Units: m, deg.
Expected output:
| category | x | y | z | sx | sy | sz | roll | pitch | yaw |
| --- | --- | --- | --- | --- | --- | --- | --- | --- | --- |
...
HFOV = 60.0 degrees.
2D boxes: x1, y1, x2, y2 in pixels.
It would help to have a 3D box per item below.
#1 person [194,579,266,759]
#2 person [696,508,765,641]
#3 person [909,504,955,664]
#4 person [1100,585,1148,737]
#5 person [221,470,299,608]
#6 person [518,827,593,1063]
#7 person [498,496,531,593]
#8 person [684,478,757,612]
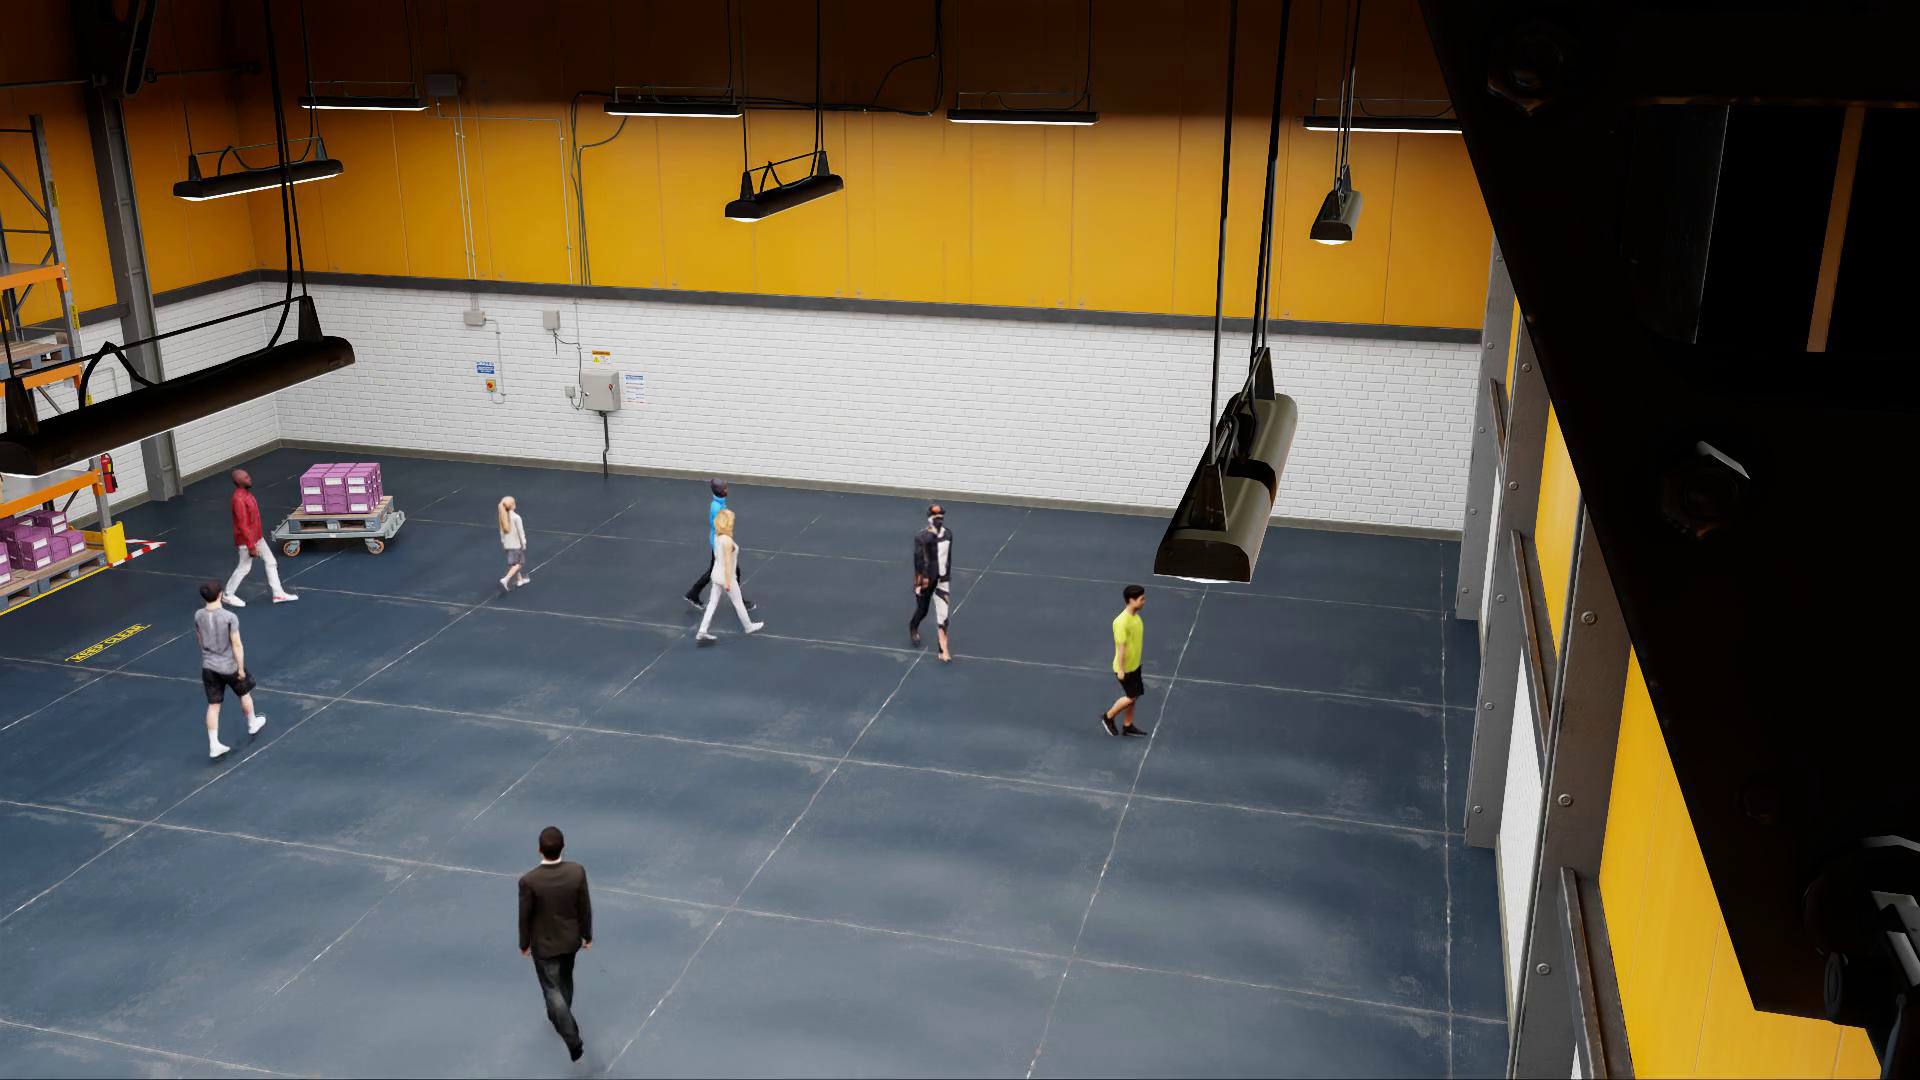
| category | x | y | z | sx | sy | sz | roll | pitch | yaw |
| --- | --- | --- | --- | --- | --- | --- | --- | --- | --- |
| person | -7.611 | 1.341 | 17.014 | 0.774 | 1.829 | 1.192 | 3 | 19 | 8 |
| person | -2.919 | 0.456 | 19.962 | 1.155 | 1.625 | 1.057 | -12 | 22 | -31 |
| person | -0.364 | 0.473 | 19.537 | 1.130 | 1.863 | 1.246 | -8 | 20 | -23 |
| person | 1.695 | 1.276 | 17.406 | 0.764 | 1.702 | 0.700 | 8 | 20 | 23 |
| person | -9.085 | 0.003 | 21.048 | 1.043 | 1.791 | 1.208 | -3 | 19 | -8 |
| person | -2.954 | 2.974 | 12.237 | 1.107 | 1.783 | 1.152 | -11 | 22 | -30 |
| person | -5.860 | 0.061 | 21.705 | 0.647 | 1.261 | 0.859 | 10 | 21 | 28 |
| person | -3.085 | 0.088 | 20.840 | 1.003 | 1.763 | 1.156 | -3 | 19 | -10 |
